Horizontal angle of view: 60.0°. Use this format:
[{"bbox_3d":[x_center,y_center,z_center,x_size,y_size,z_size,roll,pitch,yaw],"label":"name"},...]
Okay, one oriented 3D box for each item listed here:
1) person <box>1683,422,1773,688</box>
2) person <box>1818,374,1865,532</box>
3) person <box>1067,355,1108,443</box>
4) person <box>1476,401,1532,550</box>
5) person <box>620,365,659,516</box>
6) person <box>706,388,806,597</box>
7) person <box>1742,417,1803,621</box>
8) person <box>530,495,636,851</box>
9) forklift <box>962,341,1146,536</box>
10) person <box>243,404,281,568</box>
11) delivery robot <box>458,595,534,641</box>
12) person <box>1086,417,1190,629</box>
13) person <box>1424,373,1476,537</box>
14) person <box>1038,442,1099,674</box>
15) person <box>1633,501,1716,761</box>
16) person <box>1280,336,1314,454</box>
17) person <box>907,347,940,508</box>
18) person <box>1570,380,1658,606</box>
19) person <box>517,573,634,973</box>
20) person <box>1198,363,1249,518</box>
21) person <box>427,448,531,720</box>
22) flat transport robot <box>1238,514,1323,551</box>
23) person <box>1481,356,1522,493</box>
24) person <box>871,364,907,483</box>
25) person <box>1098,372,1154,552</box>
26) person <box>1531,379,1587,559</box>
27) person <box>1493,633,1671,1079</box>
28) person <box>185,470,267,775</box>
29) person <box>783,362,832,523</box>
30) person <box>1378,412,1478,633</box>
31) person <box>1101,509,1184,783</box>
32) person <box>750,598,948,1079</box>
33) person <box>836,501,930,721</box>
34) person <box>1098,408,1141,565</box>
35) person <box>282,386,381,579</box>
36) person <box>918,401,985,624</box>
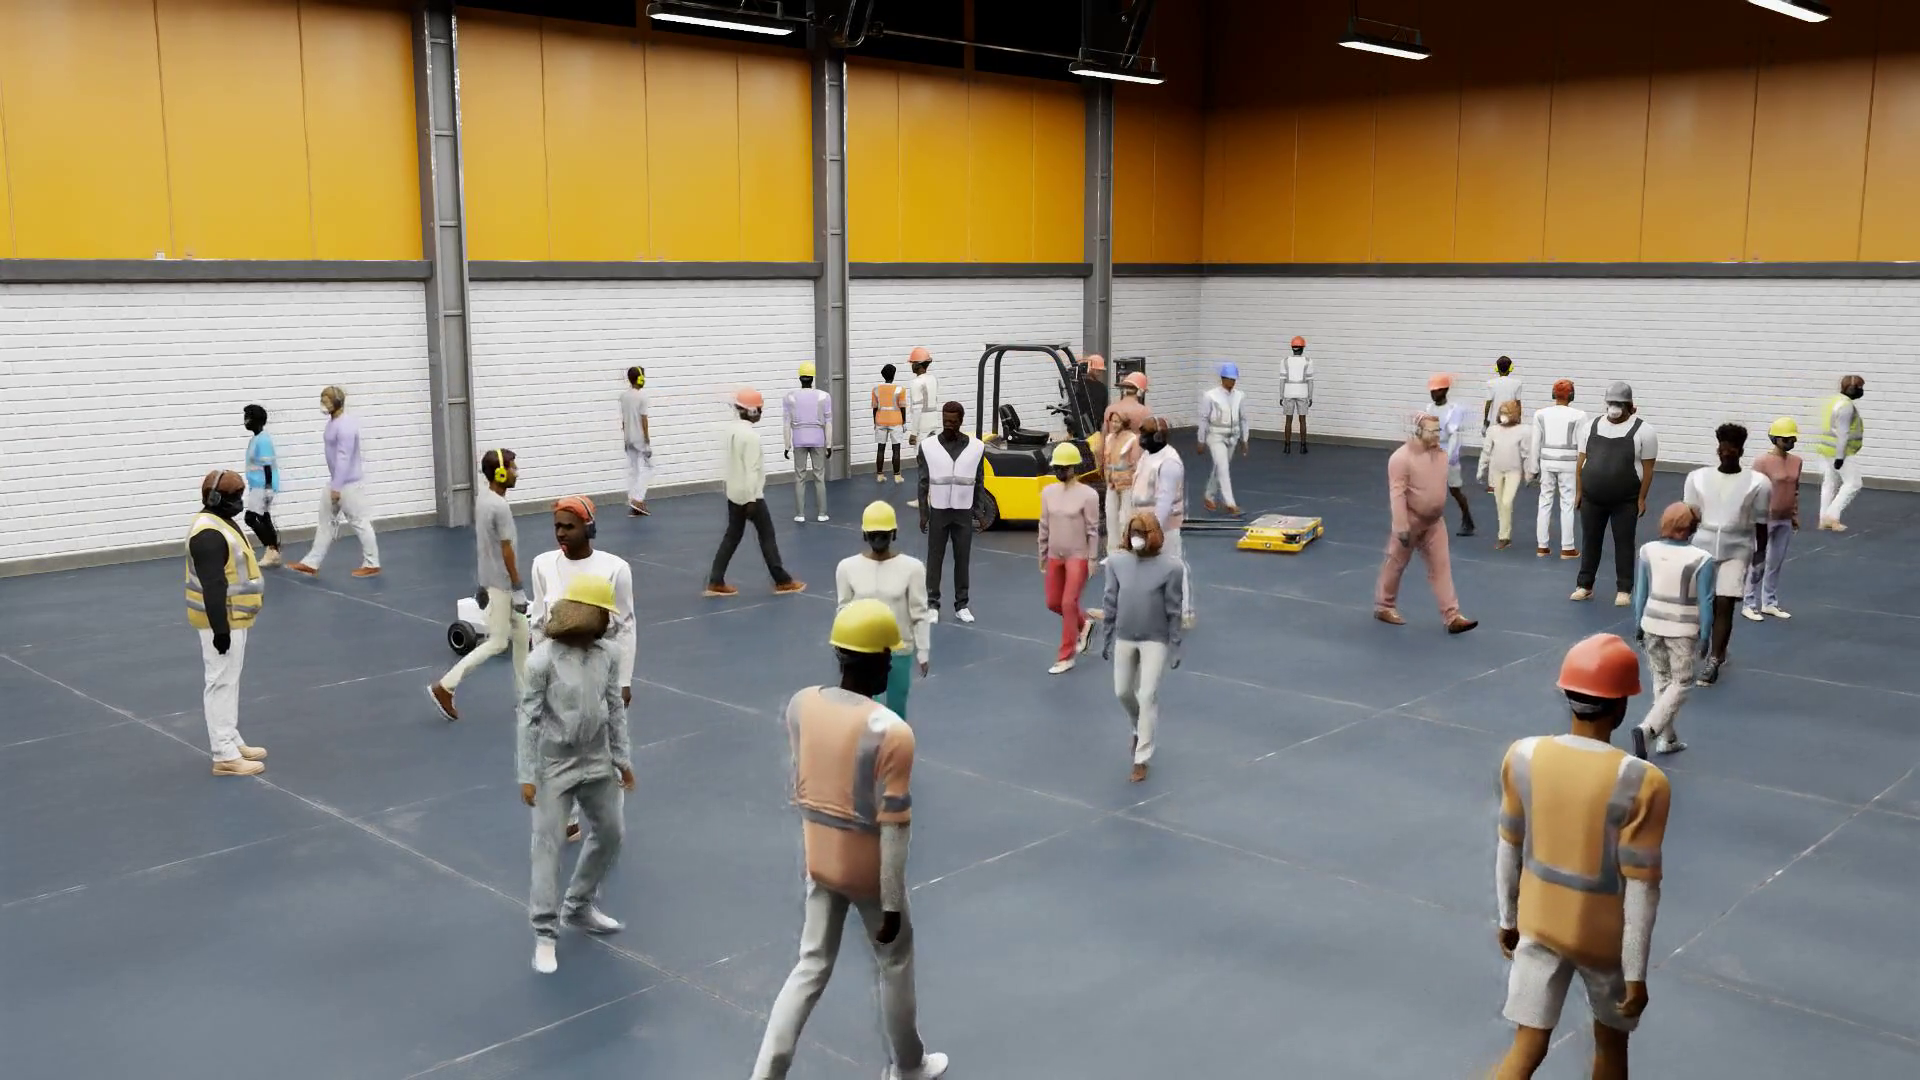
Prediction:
[{"bbox_3d":[5.677,0.072,12.380,0.618,1.926,1.001,7,12,37],"label":"person"},{"bbox_3d":[10.166,-0.993,19.179,0.443,1.826,0.645,2,10,13],"label":"person"},{"bbox_3d":[1.686,-1.448,21.660,1.049,1.934,0.626,9,13,44],"label":"person"},{"bbox_3d":[5.833,-0.688,17.931,0.533,1.610,0.670,9,13,44],"label":"person"},{"bbox_3d":[-3.931,-1.206,20.385,0.561,1.855,0.397,7,12,38],"label":"person"},{"bbox_3d":[-1.937,-0.435,15.403,0.935,1.950,0.636,-6,11,-30],"label":"person"},{"bbox_3d":[7.054,-0.181,14.377,0.527,1.768,0.331,-3,10,-20],"label":"person"},{"bbox_3d":[-1.955,0.700,8.618,0.575,1.881,0.356,3,10,16],"label":"person"},{"bbox_3d":[0.977,-1.223,19.452,2.313,2.155,1.214,2,9,11],"label":"forklift"},{"bbox_3d":[-7.078,-0.531,16.779,0.405,1.675,0.552,-6,11,-31],"label":"person"},{"bbox_3d":[-3.608,0.584,13.103,0.707,0.478,0.477,5,11,29],"label":"delivery robot"},{"bbox_3d":[1.533,-0.120,13.884,0.919,1.798,0.659,-3,10,-16],"label":"person"},{"bbox_3d":[5.450,-0.942,18.700,1.005,1.896,0.543,-7,12,-38],"label":"person"},{"bbox_3d":[0.852,0.116,12.620,0.527,1.747,0.616,7,12,38],"label":"person"},{"bbox_3d":[4.345,0.570,10.218,0.636,1.618,0.523,-6,11,-34],"label":"person"},{"bbox_3d":[5.533,-2.386,27.375,0.548,1.934,0.374,3,10,15],"label":"person"},{"bbox_3d":[-0.491,-1.427,21.163,0.392,2.045,0.608,4,10,25],"label":"person"},{"bbox_3d":[5.888,-0.428,15.046,0.684,2.000,0.538,7,12,36],"label":"person"},{"bbox_3d":[-1.702,1.003,7.303,0.368,1.718,0.544,7,12,38],"label":"person"},{"bbox_3d":[3.272,-1.240,20.521,0.624,1.885,1.020,-5,10,-27],"label":"person"},{"bbox_3d":[-3.161,0.299,11.223,0.850,1.847,0.521,-4,10,-23],"label":"person"},{"bbox_3d":[3.563,-0.093,18.408,0.652,0.197,1.431,4,10,22],"label":"flat transport robot"},{"bbox_3d":[7.331,-1.556,22.510,0.521,1.865,0.328,2,9,9],"label":"person"},{"bbox_3d":[-1.003,-1.641,23.563,0.532,1.694,0.320,3,10,20],"label":"person"},{"bbox_3d":[1.707,-0.792,17.550,0.681,1.956,0.725,6,11,34],"label":"person"},{"bbox_3d":[6.293,-0.743,17.464,0.573,1.883,0.357,8,12,40],"label":"person"},{"bbox_3d":[1.928,1.237,5.285,0.555,1.903,0.962,9,13,44],"label":"person"},{"bbox_3d":[-4.424,0.489,10.053,0.430,1.838,0.624,-3,10,-16],"label":"person"},{"bbox_3d":[-1.821,-1.164,19.904,0.585,1.929,0.377,-1,9,-5],"label":"person"},{"bbox_3d":[3.886,-0.146,13.919,0.658,1.842,1.008,-4,10,-25],"label":"person"},{"bbox_3d":[1.114,0.608,10.040,0.517,1.638,0.584,5,10,27],"label":"person"},{"bbox_3d":[-0.403,1.141,5.869,0.584,1.897,0.913,7,11,35],"label":"person"},{"bbox_3d":[-0.443,0.614,9.600,0.529,1.736,0.843,0,9,-2],"label":"person"},{"bbox_3d":[1.720,-0.553,17.091,0.586,1.620,0.522,-7,12,-36],"label":"person"},{"bbox_3d":[-6.119,-0.539,16.166,0.904,1.893,0.645,-6,11,-33],"label":"person"},{"bbox_3d":[-0.072,-0.243,14.296,0.590,1.916,0.399,-2,9,-10],"label":"person"}]
